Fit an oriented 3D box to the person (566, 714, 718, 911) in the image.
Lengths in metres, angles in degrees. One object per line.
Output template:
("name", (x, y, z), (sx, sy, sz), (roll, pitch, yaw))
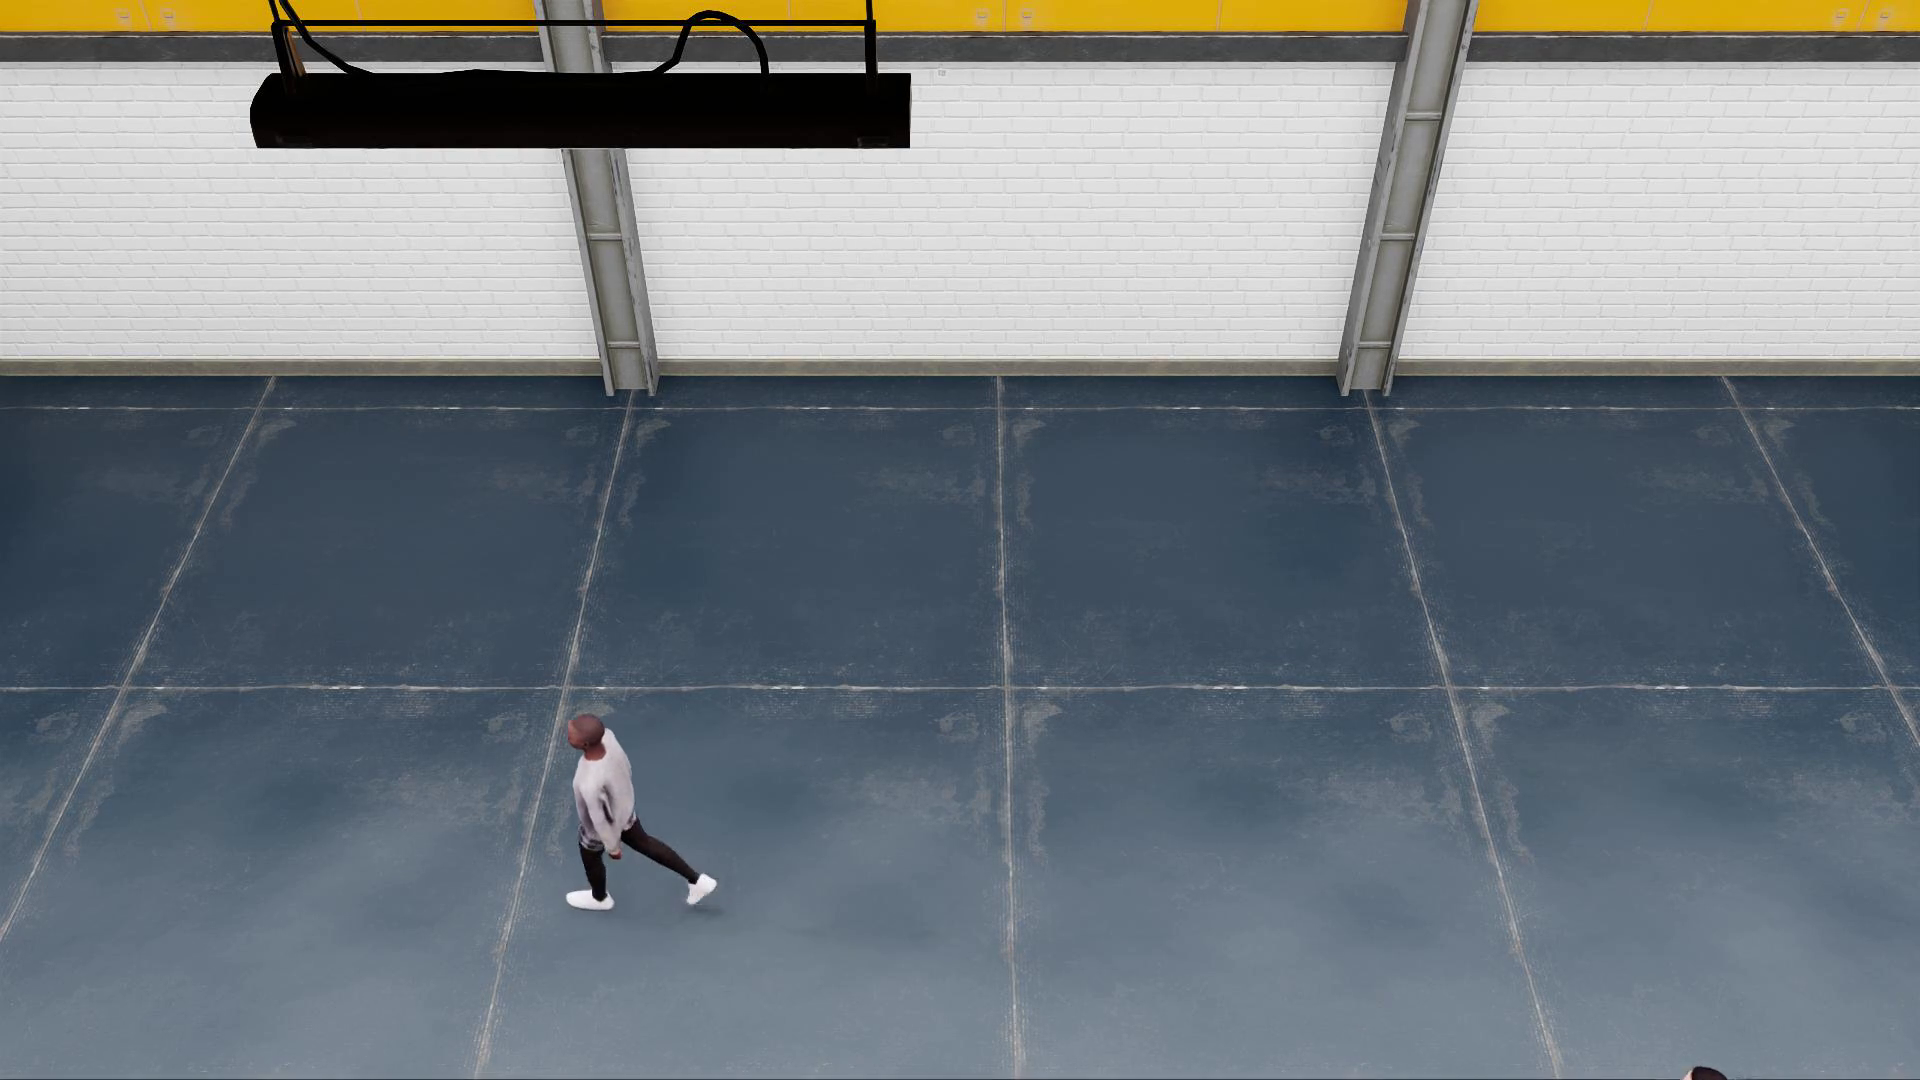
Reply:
("person", (-1.883, 1.573, 9.422), (1.187, 1.742, 0.756), (6, 44, 7))
